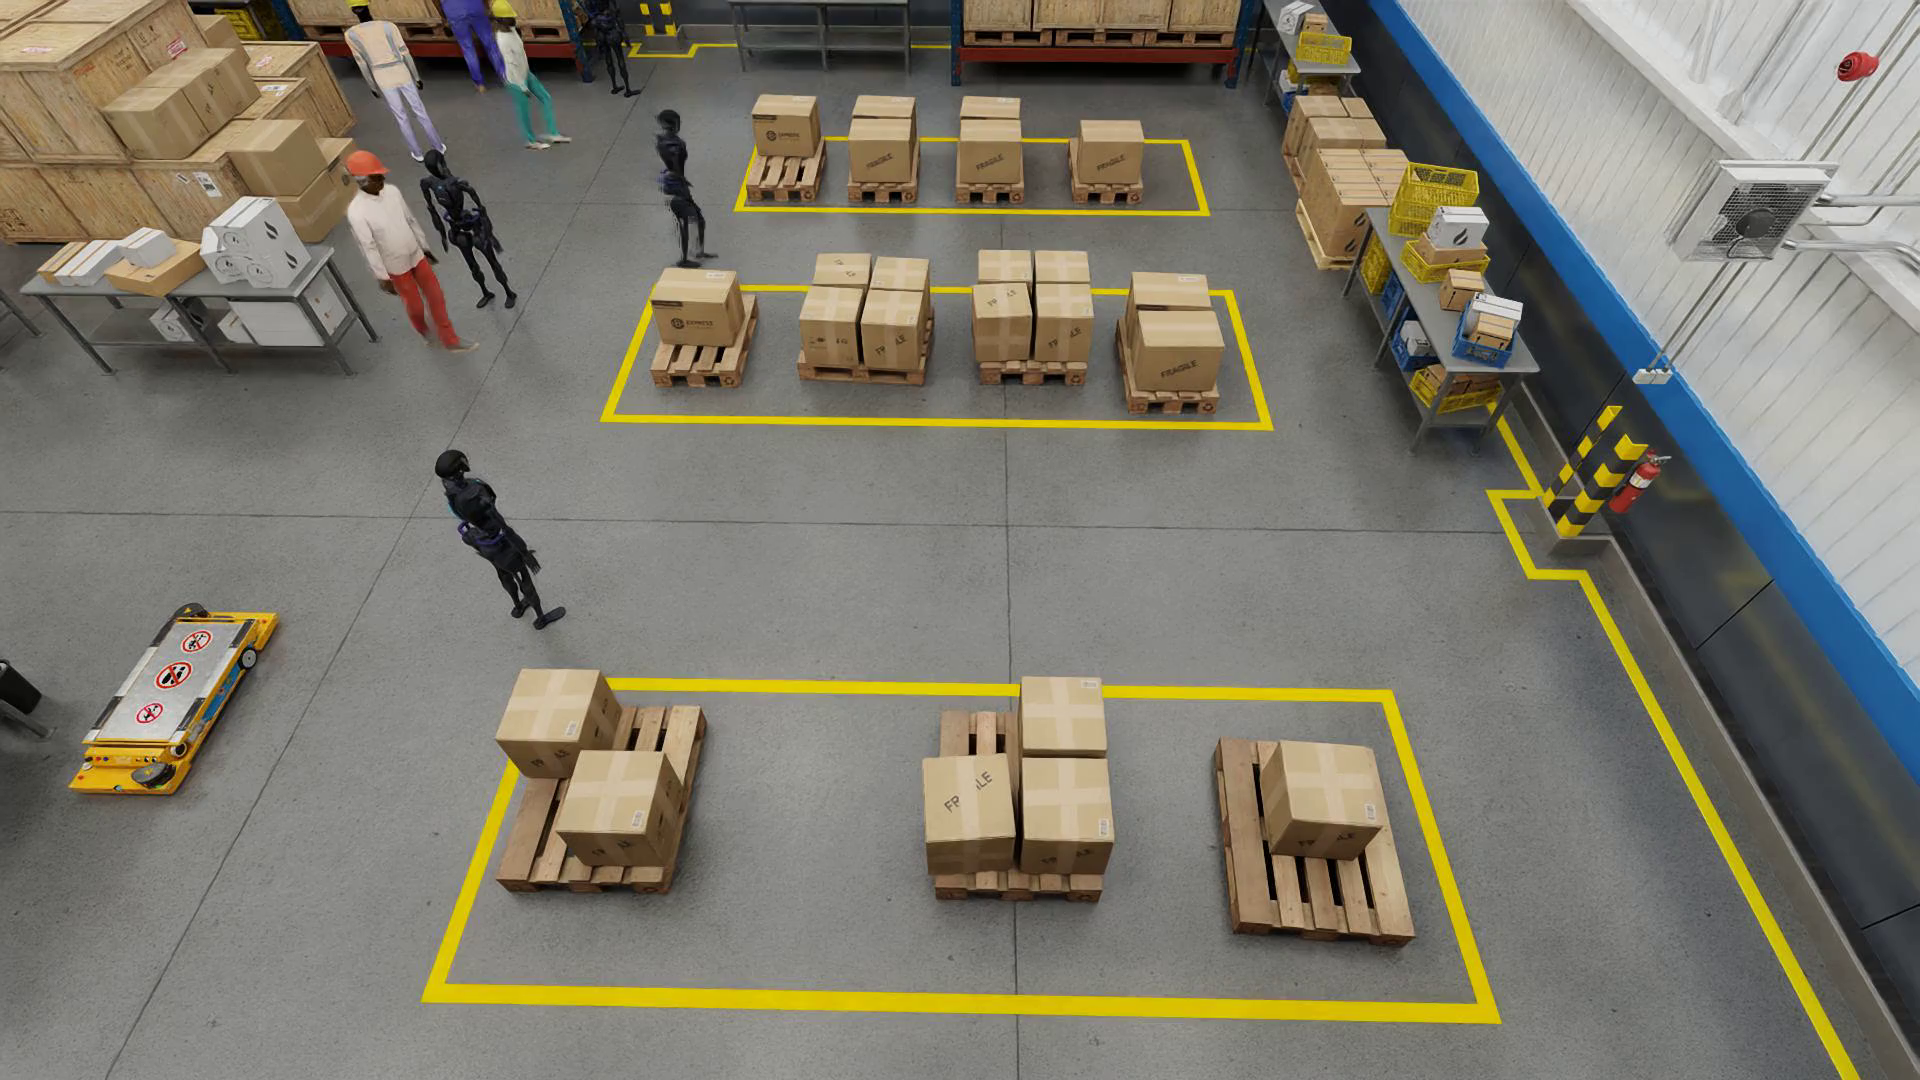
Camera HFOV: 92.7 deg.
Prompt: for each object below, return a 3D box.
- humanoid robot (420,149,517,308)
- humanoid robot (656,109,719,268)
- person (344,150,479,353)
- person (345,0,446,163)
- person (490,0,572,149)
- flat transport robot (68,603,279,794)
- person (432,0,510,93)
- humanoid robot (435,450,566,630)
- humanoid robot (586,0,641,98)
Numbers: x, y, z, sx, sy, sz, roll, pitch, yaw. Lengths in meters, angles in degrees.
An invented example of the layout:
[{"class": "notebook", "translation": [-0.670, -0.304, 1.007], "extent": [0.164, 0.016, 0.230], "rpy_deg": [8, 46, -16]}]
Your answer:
[{"class": "humanoid robot", "translation": [-4.821, -3.021, 8.993], "extent": [0.602, 1.654, 0.315], "rpy_deg": [3, 50, 3]}, {"class": "humanoid robot", "translation": [-2.873, -3.621, 9.508], "extent": [0.460, 1.640, 0.694], "rpy_deg": [-7, 50, -6]}, {"class": "person", "translation": [-5.153, -2.576, 8.446], "extent": [0.675, 1.948, 0.684], "rpy_deg": [16, 52, 13]}, {"class": "person", "translation": [-6.766, -5.501, 10.942], "extent": [0.585, 1.916, 0.378], "rpy_deg": [-23, 54, -19]}, {"class": "person", "translation": [-5.245, -5.620, 11.149], "extent": [0.675, 1.736, 0.545], "rpy_deg": [-1, 50, -1]}, {"class": "flat transport robot", "translation": [-5.504, 1.072, 6.442], "extent": [0.652, 0.197, 1.431], "rpy_deg": [1, 50, 1]}, {"class": "person", "translation": [-6.609, -7.081, 12.199], "extent": [0.687, 2.000, 0.537], "rpy_deg": [-21, 53, -17]}, {"class": "humanoid robot", "translation": [-3.249, 0.002, 6.431], "extent": [0.610, 1.661, 0.314], "rpy_deg": [25, 54, 20]}, {"class": "humanoid robot", "translation": [-4.693, -6.818, 12.204], "extent": [0.602, 1.657, 0.315], "rpy_deg": [26, 54, 20]}]
